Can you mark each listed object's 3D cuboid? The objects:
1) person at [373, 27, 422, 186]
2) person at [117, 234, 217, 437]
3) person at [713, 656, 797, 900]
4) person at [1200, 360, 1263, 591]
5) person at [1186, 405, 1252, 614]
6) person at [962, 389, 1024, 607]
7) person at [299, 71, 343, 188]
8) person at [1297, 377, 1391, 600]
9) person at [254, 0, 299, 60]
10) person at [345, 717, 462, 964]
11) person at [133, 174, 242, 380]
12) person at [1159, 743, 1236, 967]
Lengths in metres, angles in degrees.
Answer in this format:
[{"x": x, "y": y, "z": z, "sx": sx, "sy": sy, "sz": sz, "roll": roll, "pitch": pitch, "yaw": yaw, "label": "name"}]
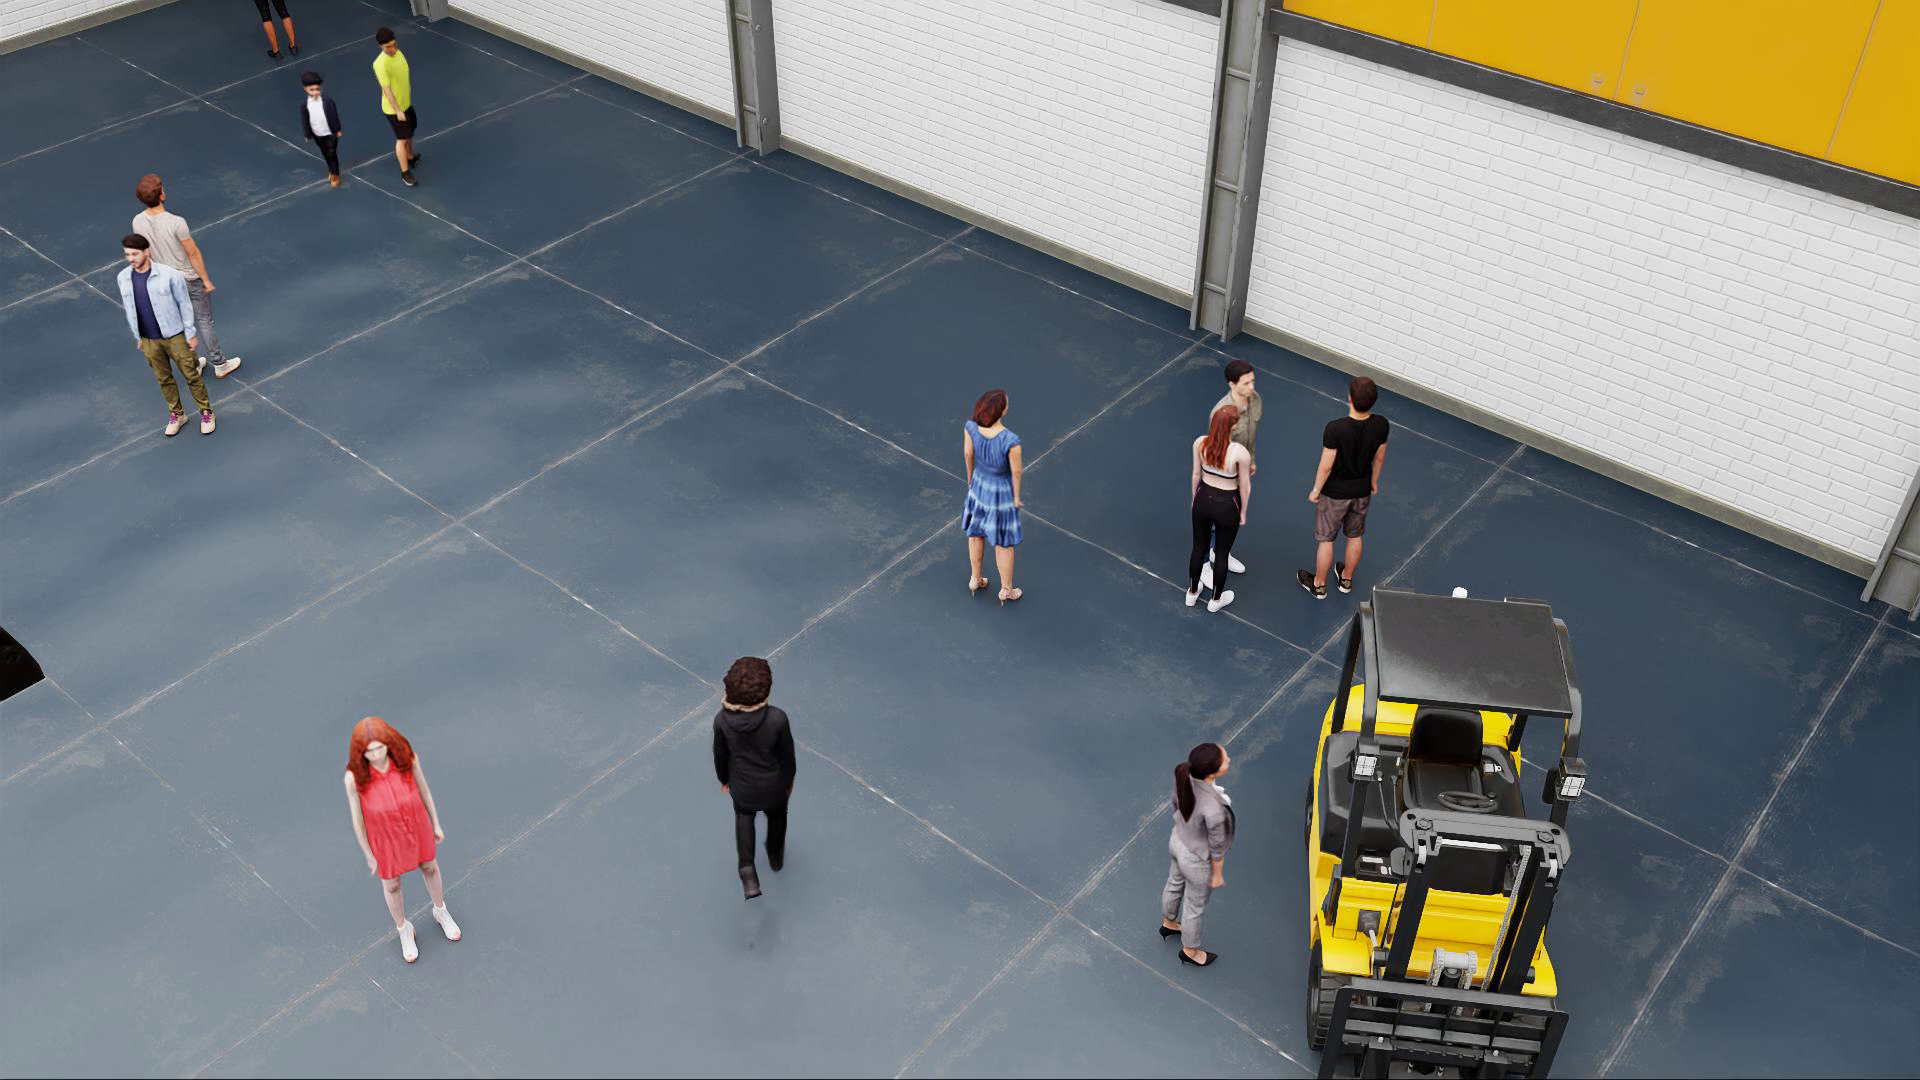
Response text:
[{"x": -5.887, "y": -4.583, "z": 17.364, "sx": 0.854, "sy": 1.679, "sz": 0.874, "roll": -3, "pitch": 39, "yaw": -4, "label": "person"}, {"x": -6.519, "y": -1.687, "z": 13.632, "sx": 0.737, "sy": 1.811, "sz": 0.809, "roll": -1, "pitch": 39, "yaw": -2, "label": "person"}, {"x": -1.186, "y": 1.431, "z": 9.765, "sx": 0.985, "sy": 1.764, "sz": 1.012, "roll": 0, "pitch": 39, "yaw": 1, "label": "person"}, {"x": 1.936, "y": -0.509, "z": 12.115, "sx": 0.717, "sy": 1.864, "sz": 0.613, "roll": -31, "pitch": 48, "yaw": -33, "label": "person"}, {"x": 1.826, "y": -0.224, "z": 11.856, "sx": 0.513, "sy": 1.742, "sz": 0.680, "roll": 20, "pitch": 43, "yaw": 23, "label": "person"}, {"x": 0.244, "y": -0.306, "z": 11.907, "sx": 0.545, "sy": 1.805, "sz": 0.749, "roll": 23, "pitch": 44, "yaw": 26, "label": "person"}, {"x": -6.673, "y": -4.350, "z": 17.449, "sx": 0.742, "sy": 1.208, "sz": 0.806, "roll": -4, "pitch": 39, "yaw": -5, "label": "person"}, {"x": 2.771, "y": -0.370, "z": 11.942, "sx": 0.769, "sy": 1.862, "sz": 0.793, "roll": -9, "pitch": 39, "yaw": -11, "label": "person"}, {"x": -8.322, "y": -6.655, "z": 19.904, "sx": 0.637, "sy": 1.747, "sz": 0.589, "roll": -27, "pitch": 46, "yaw": -29, "label": "person"}, {"x": -3.164, "y": 1.674, "z": 9.411, "sx": 0.650, "sy": 1.826, "sz": 0.615, "roll": -22, "pitch": 44, "yaw": -25, "label": "person"}, {"x": -6.688, "y": -2.242, "z": 14.256, "sx": 0.706, "sy": 1.899, "sz": 0.807, "roll": 3, "pitch": 39, "yaw": 3, "label": "person"}, {"x": 1.323, "y": 1.769, "z": 9.411, "sx": 0.775, "sy": 1.678, "sz": 0.673, "roll": -14, "pitch": 41, "yaw": -17, "label": "person"}]
